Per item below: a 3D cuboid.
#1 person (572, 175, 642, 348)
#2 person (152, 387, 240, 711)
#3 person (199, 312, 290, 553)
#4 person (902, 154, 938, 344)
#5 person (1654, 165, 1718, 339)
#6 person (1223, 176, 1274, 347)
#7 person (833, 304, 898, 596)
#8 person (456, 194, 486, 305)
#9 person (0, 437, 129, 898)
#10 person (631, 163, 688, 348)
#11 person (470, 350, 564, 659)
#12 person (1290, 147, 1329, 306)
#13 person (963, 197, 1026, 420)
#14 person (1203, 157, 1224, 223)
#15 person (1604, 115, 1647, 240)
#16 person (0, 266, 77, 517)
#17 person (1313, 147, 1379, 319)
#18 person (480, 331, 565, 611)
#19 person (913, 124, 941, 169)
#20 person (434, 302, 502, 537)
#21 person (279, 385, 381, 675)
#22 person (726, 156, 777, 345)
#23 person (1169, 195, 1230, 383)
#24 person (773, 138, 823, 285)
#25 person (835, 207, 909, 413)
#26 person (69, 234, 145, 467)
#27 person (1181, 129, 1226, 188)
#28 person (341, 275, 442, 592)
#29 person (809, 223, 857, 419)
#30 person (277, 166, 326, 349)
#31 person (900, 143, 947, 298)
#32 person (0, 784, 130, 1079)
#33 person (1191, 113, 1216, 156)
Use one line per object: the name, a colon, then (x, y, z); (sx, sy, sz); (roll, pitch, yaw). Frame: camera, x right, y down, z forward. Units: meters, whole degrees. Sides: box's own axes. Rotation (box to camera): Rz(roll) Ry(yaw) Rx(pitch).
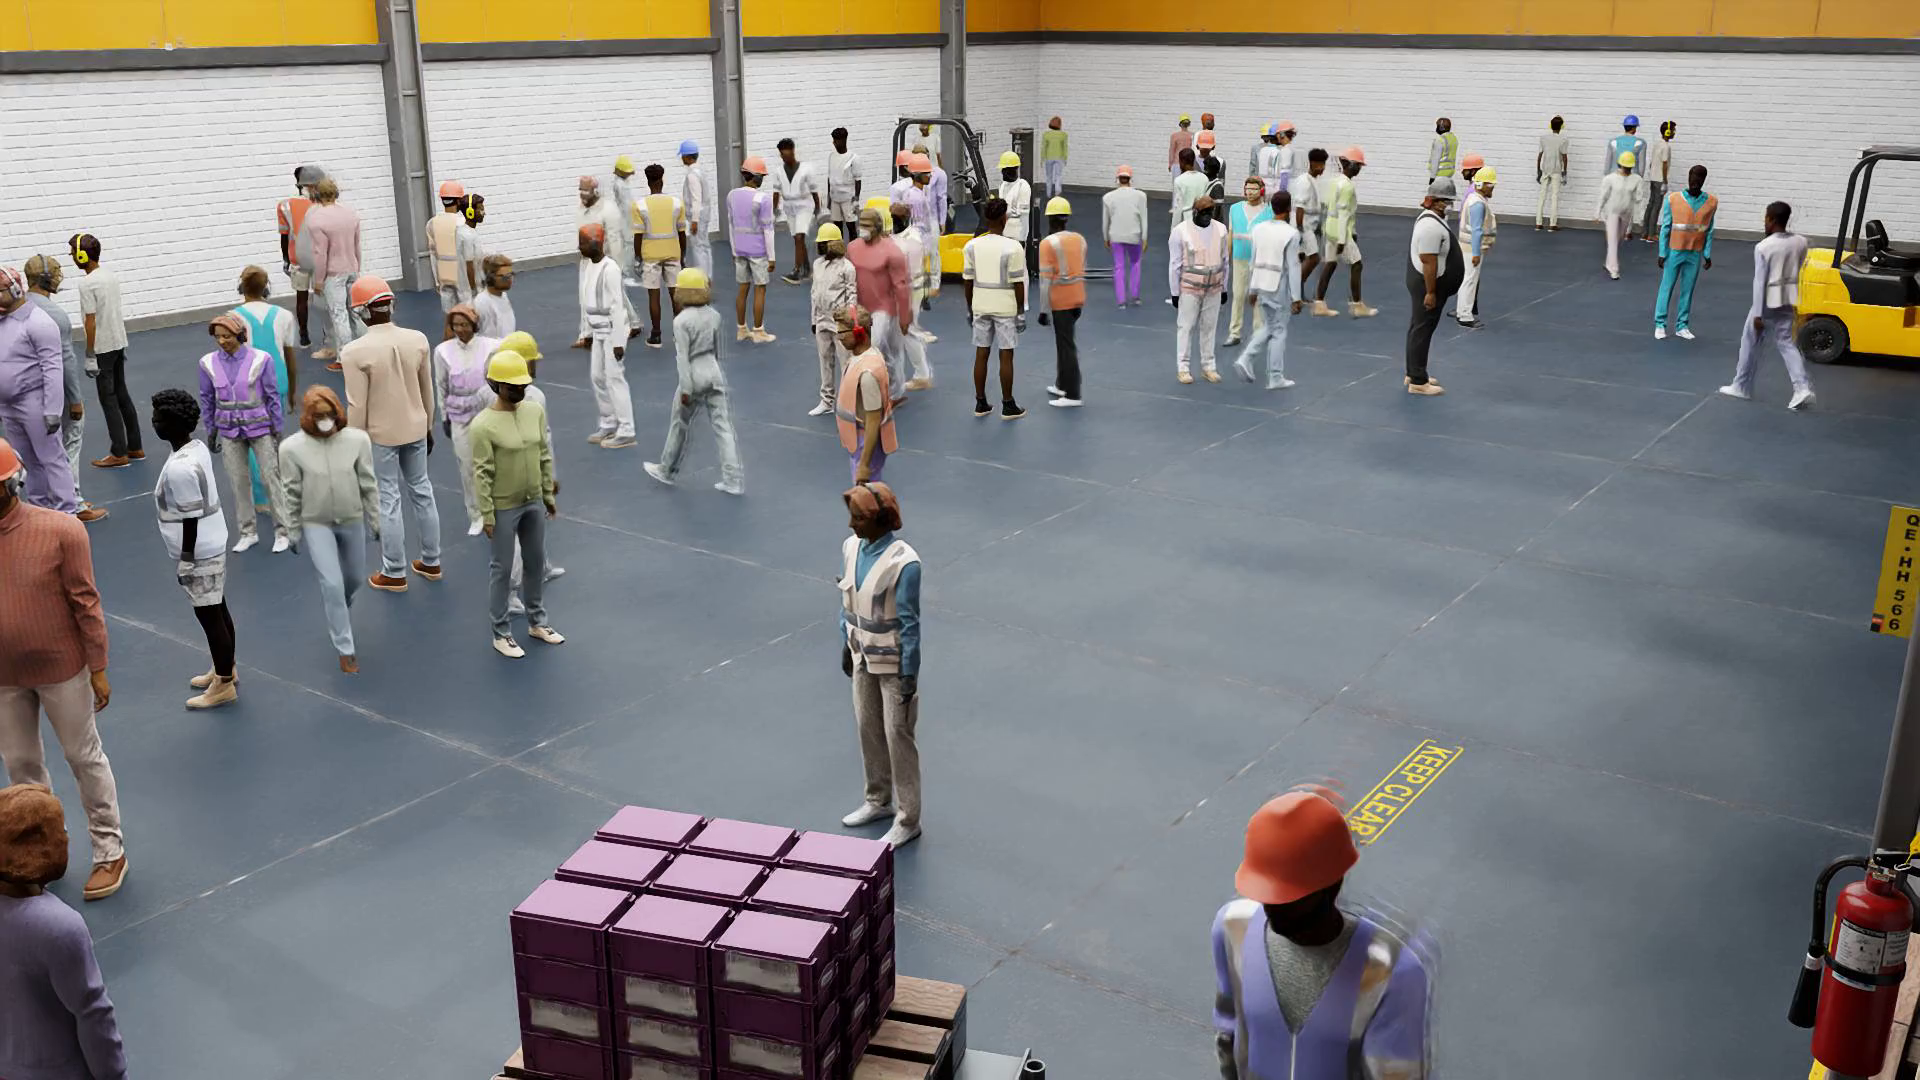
person: (-3.875, -3.055, 18.134); (0.658, 1.856, 0.923); (11, 21, 31)
person: (-3.989, 0.044, 8.677); (0.318, 1.697, 0.535); (-6, 19, -17)
person: (-4.790, -0.716, 11.160); (0.530, 1.631, 0.312); (-1, 18, -2)
person: (-0.445, -3.181, 18.200); (0.383, 2.045, 0.605); (-3, 18, -9)
person: (8.031, -3.187, 18.432); (0.587, 1.913, 0.390); (0, 18, 1)
person: (3.140, -2.994, 17.935); (0.567, 1.847, 0.389); (8, 20, 25)
person: (-0.579, -0.542, 10.279); (0.390, 1.838, 0.563); (-2, 18, -7)
person: (-4.682, -2.401, 16.075); (0.324, 1.857, 0.510); (-6, 19, -17)
person: (-3.769, 0.520, 6.729); (0.628, 1.982, 0.403); (-2, 18, -6)
person: (-3.239, -3.068, 17.974); (0.609, 1.963, 0.367); (-8, 20, -24)
person: (-2.489, -0.205, 9.358); (0.337, 1.757, 0.519); (11, 21, 31)
person: (4.274, -3.847, 20.449); (0.483, 1.937, 0.681); (5, 18, 14)
person: (0.320, -2.055, 14.802); (0.600, 1.967, 0.369); (10, 20, 29)
person: (3.309, -4.191, 21.929); (0.319, 1.693, 0.533); (-2, 18, -8)
person: (10.514, -5.732, 26.340); (0.605, 1.944, 0.402); (11, 21, 30)
person: (-6.389, -0.922, 11.366); (0.639, 1.904, 0.407); (9, 20, 26)
person: (4.624, -3.601, 19.600); (0.888, 1.998, 0.600); (-1, 18, -4)
person: (-2.707, -0.437, 10.201); (0.498, 1.692, 0.854); (9, 20, 27)
person: (-0.542, -6.181, 27.932); (0.522, 1.837, 0.824); (7, 19, 21)
person: (-3.373, -0.861, 11.613); (0.522, 1.622, 0.460); (-2, 18, -5)
person: (-3.516, -0.105, 9.309); (0.504, 1.602, 0.712); (-11, 21, -32)
person: (-2.242, -3.150, 18.135); (0.612, 2.030, 0.403); (12, 21, 33)
person: (2.343, -2.450, 16.265); (0.636, 1.834, 0.429); (-6, 19, -18)
person: (-2.177, -4.377, 22.150); (0.641, 1.900, 1.003); (8, 19, 23)
person: (-0.798, -1.997, 14.761); (0.639, 1.881, 1.040); (15, 23, 39)
person: (-6.834, -1.506, 13.276); (0.347, 1.857, 0.526); (0, 18, 1)
person: (3.205, -4.398, 22.024); (0.605, 2.034, 0.394); (0, 18, -1)
person: (-3.560, -0.661, 10.413); (0.388, 1.987, 0.608); (13, 22, 35)
person: (-1.141, -1.943, 14.815); (0.492, 1.743, 0.295); (12, 22, 34)
person: (-6.974, -3.033, 17.894); (0.615, 1.952, 0.388); (-4, 18, -13)
person: (-0.470, -4.046, 21.100); (0.636, 1.930, 0.375); (5, 18, 15)
person: (-2.429, 1.418, 4.480); (0.498, 1.633, 0.279); (8, 19, 23)
person: (4.072, -6.161, 27.780); (0.342, 1.881, 0.579); (-10, 20, -28)
